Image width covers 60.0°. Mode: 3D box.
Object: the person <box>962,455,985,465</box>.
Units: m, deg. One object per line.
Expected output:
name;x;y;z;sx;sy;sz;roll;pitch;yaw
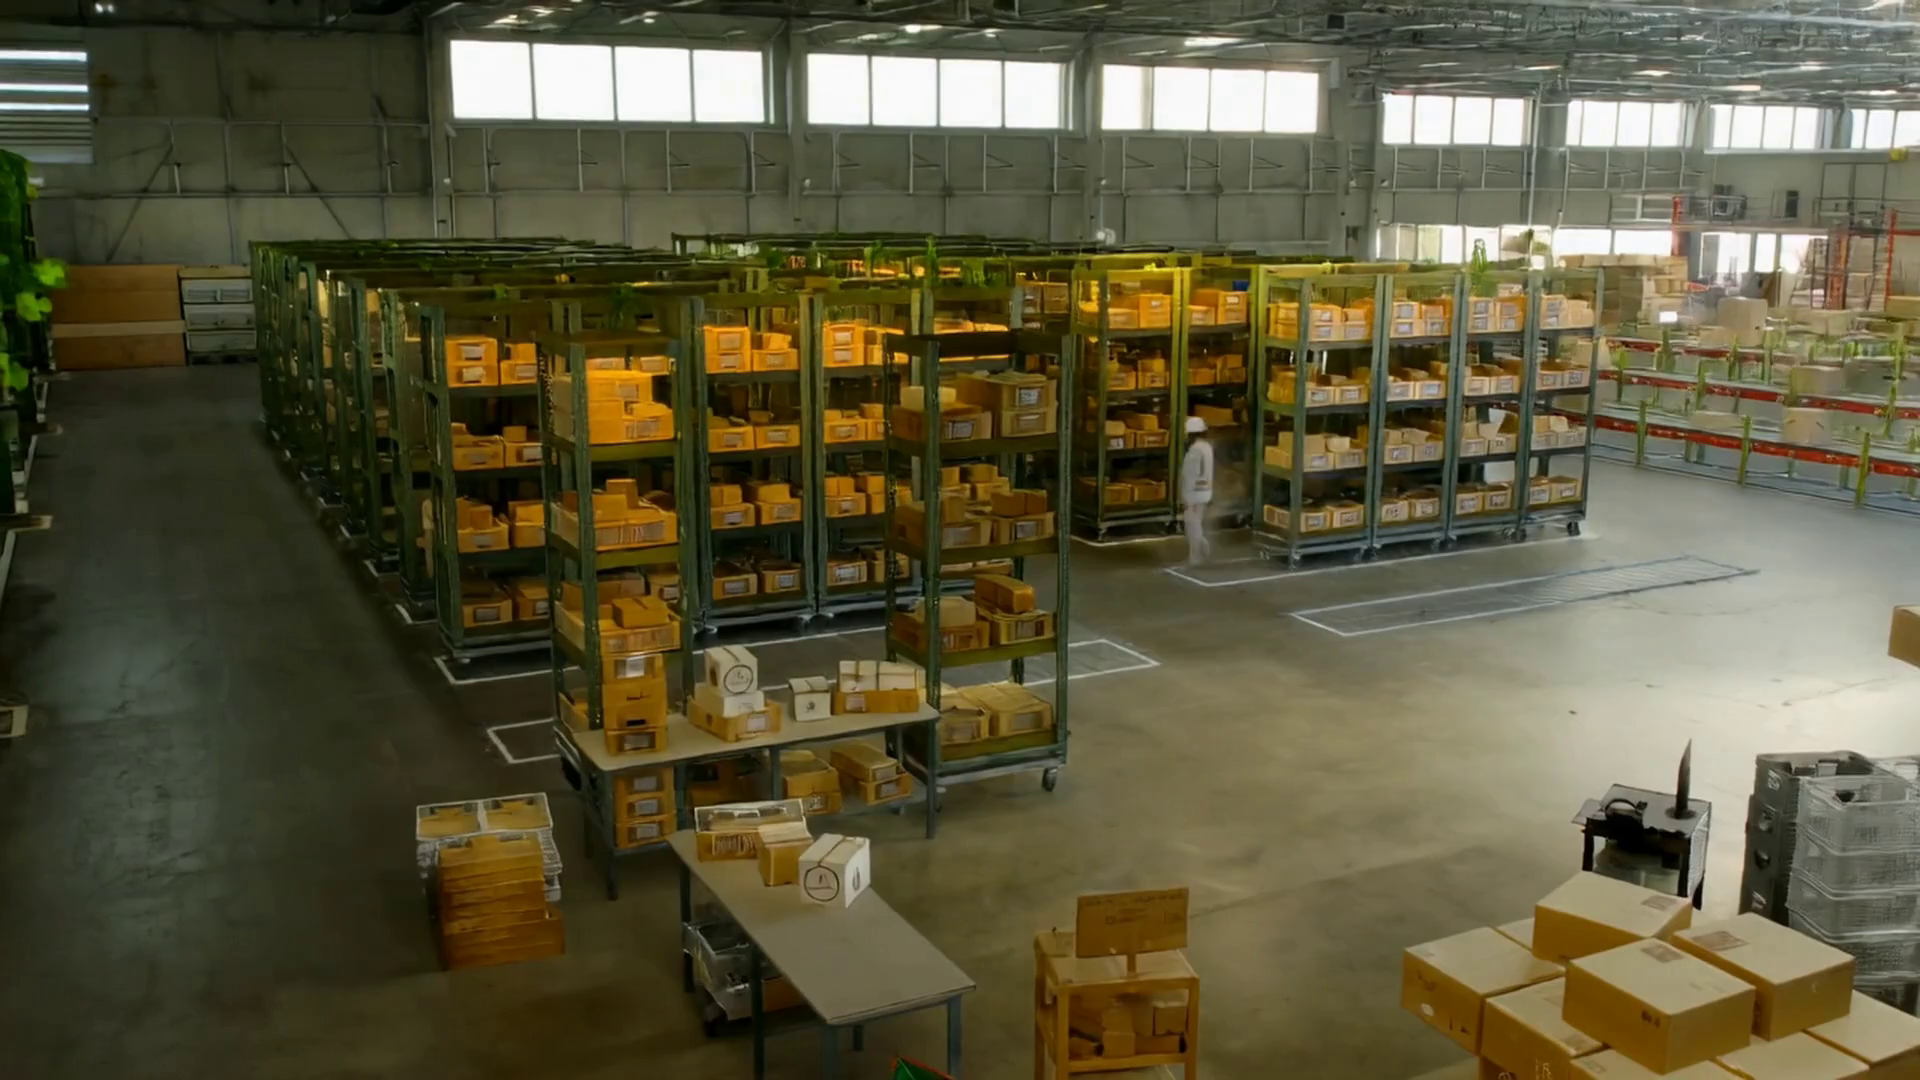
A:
person;0.229;-0.929;22.321;0.404;1.835;0.588;-1;12;-6

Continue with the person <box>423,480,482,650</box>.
person;-5.204;0.190;17.070;0.570;1.837;0.377;-9;15;-36

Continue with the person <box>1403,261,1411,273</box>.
person;16.594;-9.488;62.187;0.652;1.904;0.403;0;12;-1

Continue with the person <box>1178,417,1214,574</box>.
person;2.853;-0.538;20.242;0.439;1.935;0.633;6;14;28
